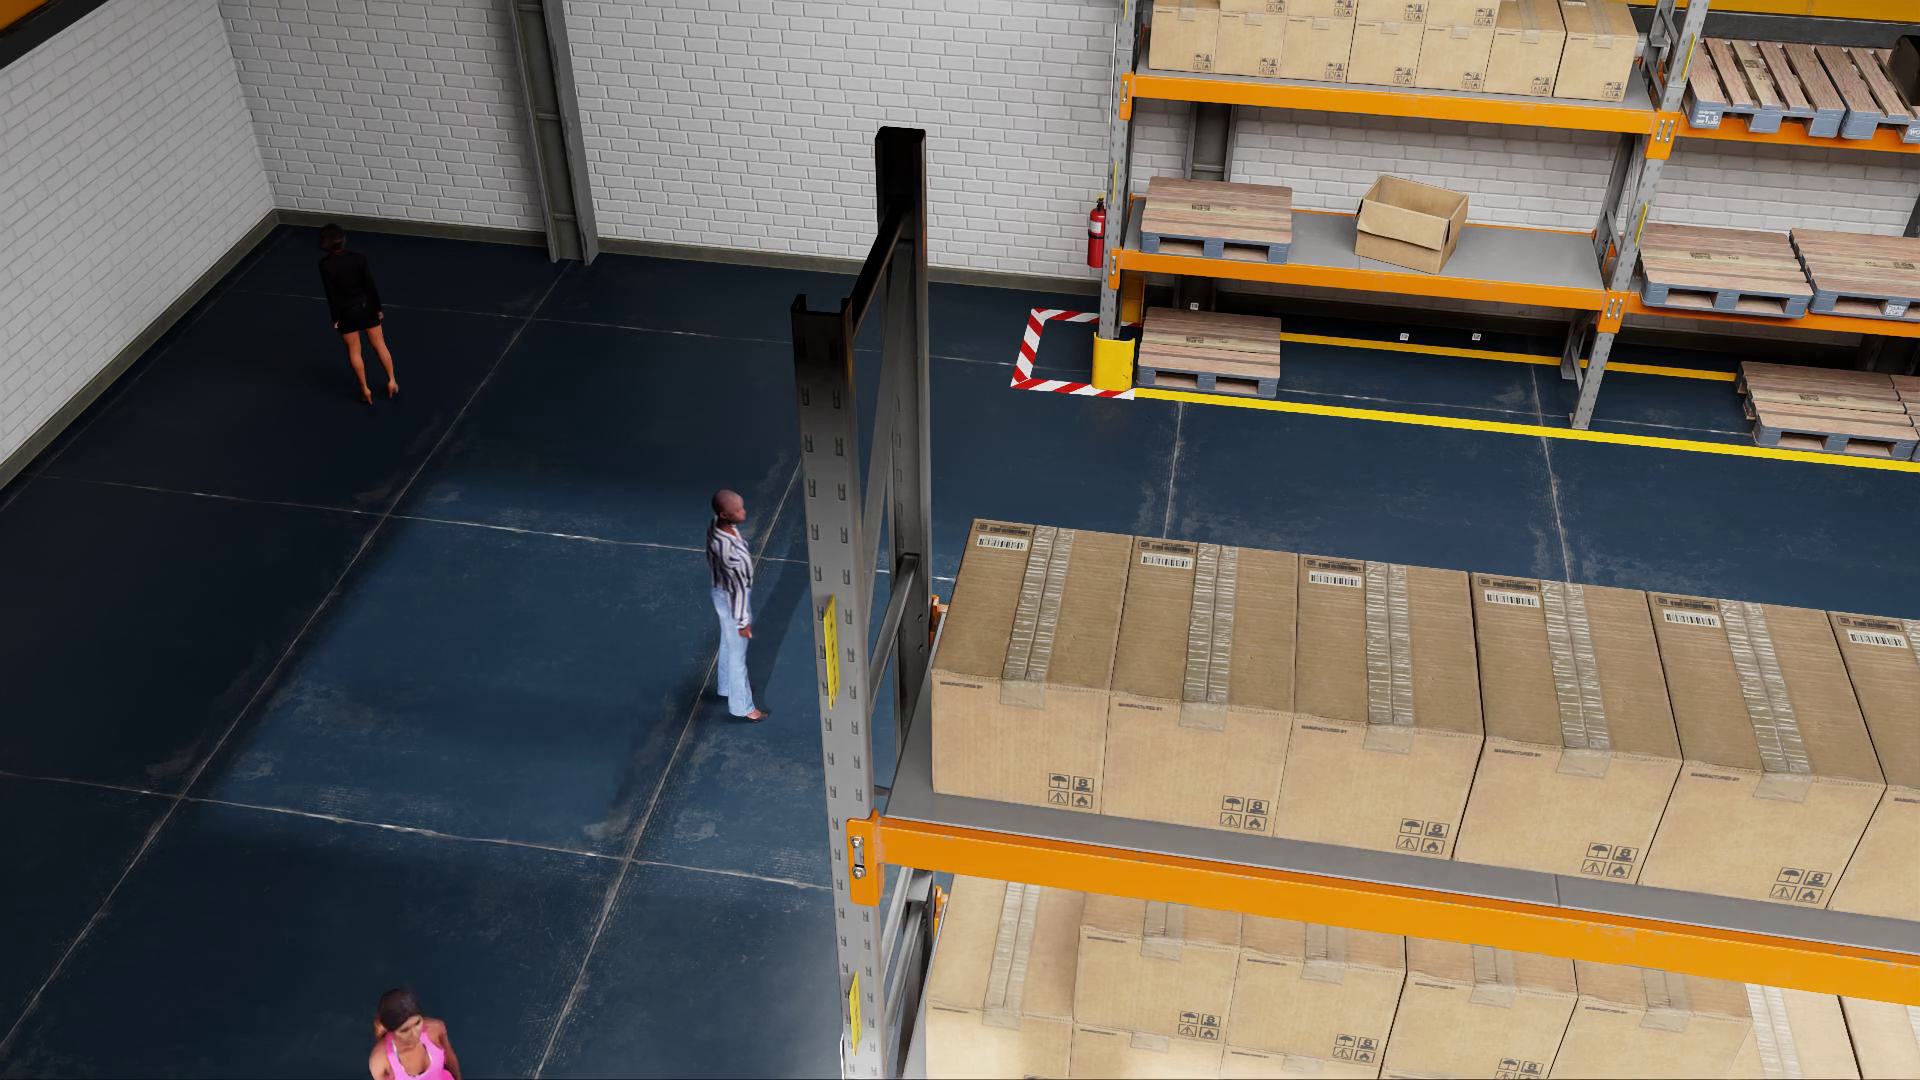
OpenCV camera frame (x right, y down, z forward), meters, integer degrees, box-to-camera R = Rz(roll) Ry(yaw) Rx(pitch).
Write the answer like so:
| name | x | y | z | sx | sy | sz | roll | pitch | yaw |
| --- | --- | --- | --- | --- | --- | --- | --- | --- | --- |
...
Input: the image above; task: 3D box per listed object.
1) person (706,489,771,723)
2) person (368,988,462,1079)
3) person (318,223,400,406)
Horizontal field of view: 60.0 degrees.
| name | x | y | z | sx | sy | sz | roll | pitch | yaw |
| --- | --- | --- | --- | --- | --- | --- | --- | --- | --- |
| person | -1.472 | 0.419 | 10.765 | 0.695 | 1.794 | 0.695 | -11 | 40 | -14 |
| person | -2.613 | 2.681 | 8.007 | 0.987 | 1.700 | 1.058 | -25 | 45 | -28 |
| person | -4.988 | -1.866 | 13.750 | 0.661 | 1.639 | 0.734 | -17 | 42 | -20 |
